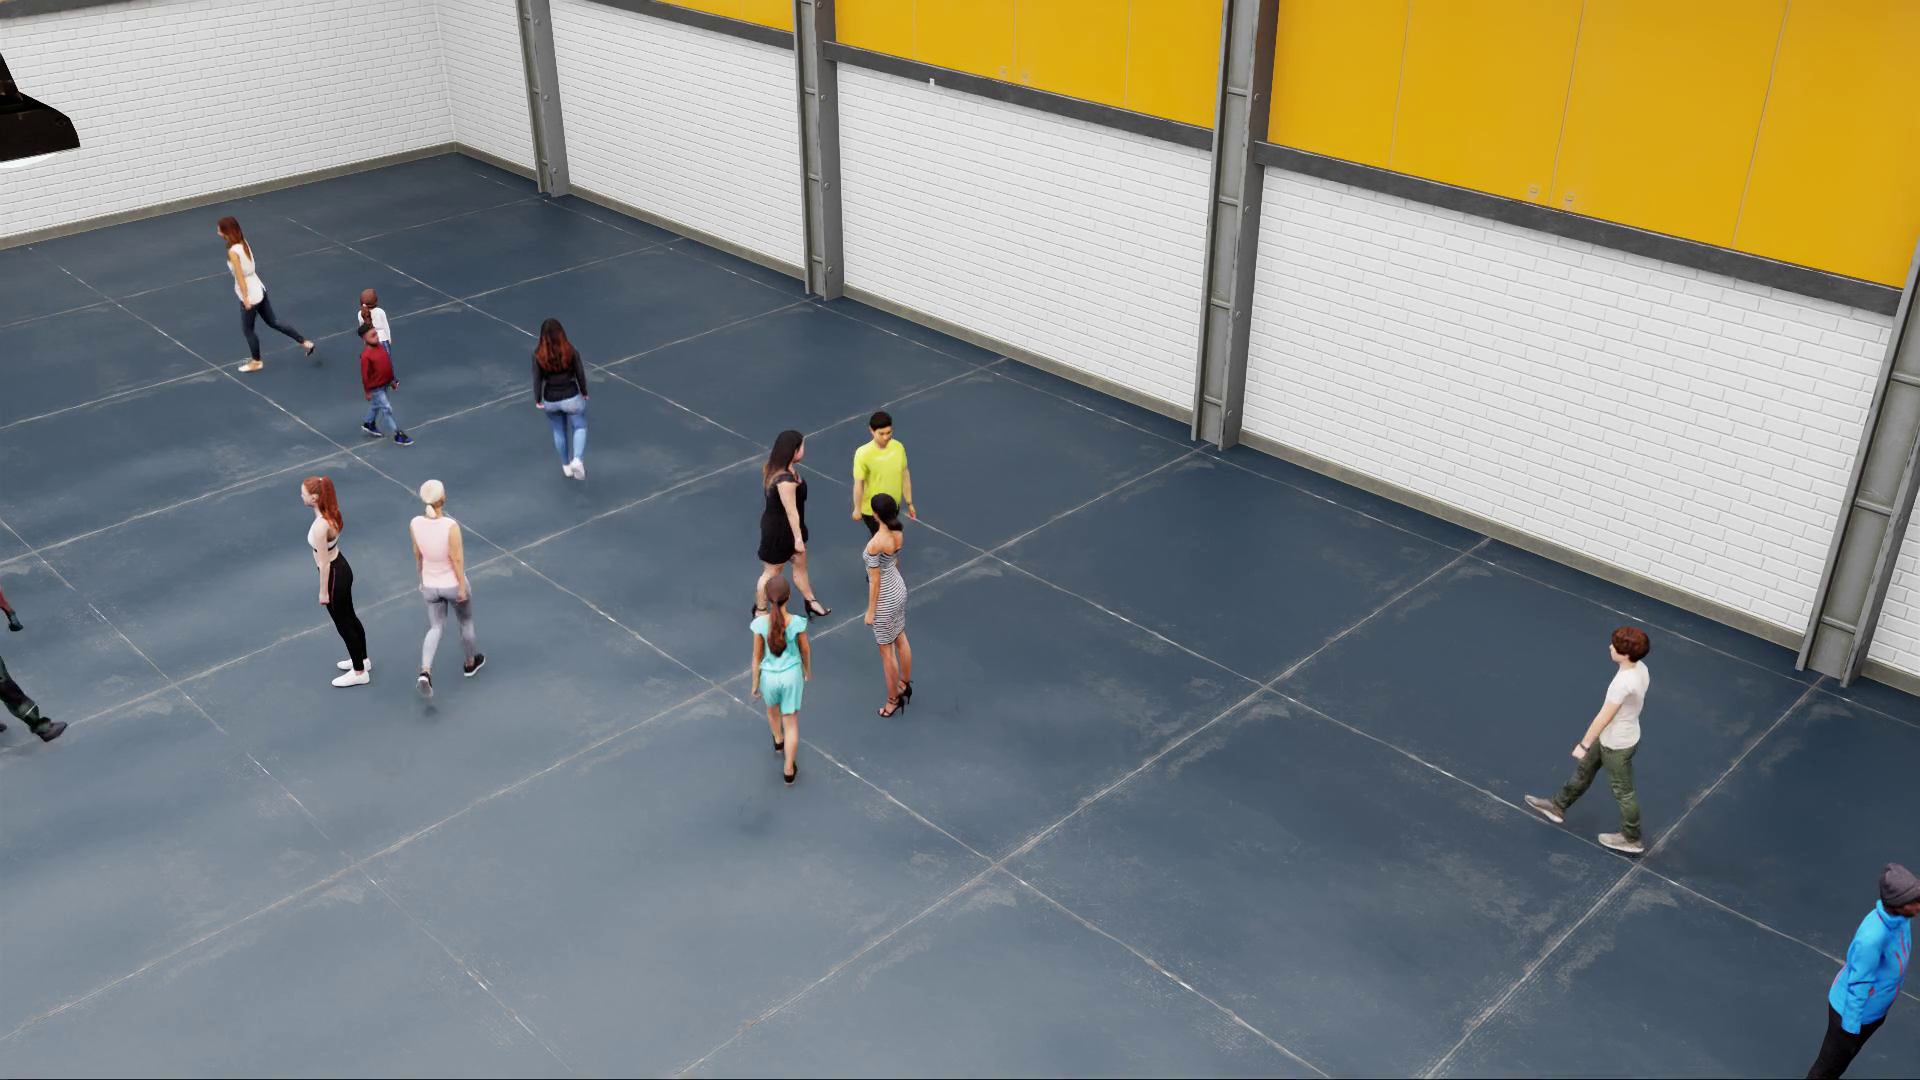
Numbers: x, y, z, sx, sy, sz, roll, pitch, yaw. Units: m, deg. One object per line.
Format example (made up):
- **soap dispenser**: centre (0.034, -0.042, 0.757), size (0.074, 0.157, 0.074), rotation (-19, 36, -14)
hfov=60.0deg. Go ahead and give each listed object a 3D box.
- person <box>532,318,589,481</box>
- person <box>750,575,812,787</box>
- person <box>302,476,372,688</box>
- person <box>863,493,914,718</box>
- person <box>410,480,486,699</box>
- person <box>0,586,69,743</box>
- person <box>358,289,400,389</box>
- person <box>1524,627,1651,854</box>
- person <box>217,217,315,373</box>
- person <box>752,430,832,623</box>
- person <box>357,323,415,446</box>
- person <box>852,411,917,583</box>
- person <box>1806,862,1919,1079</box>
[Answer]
- **person**: centre (-3.716, -1.281, 15.596), size (0.900, 1.619, 0.997), rotation (-5, 29, -9)
- **person**: centre (-1.237, 1.002, 11.501), size (0.872, 1.534, 0.945), rotation (0, 29, -1)
- **person**: centre (-4.712, 0.299, 12.573), size (0.729, 1.742, 0.646), rotation (-3, 29, -6)
- **person**: centre (-0.517, 0.470, 12.175), size (0.639, 1.822, 0.665), rotation (12, 31, 21)
- **person**: centre (-3.897, 0.388, 12.445), size (1.005, 1.708, 0.968), rotation (5, 29, 10)
- **person**: centre (-7.090, 0.667, 11.840), size (1.258, 1.796, 1.114), rotation (4, 29, 8)
- **person**: centre (-6.220, -2.155, 17.730), size (0.532, 1.109, 0.583), rotation (-5, 29, -10)
- **person**: centre (4.344, 1.340, 10.793), size (1.099, 1.618, 0.783), rotation (14, 32, 24)
- **person**: centre (-7.542, -2.641, 17.954), size (1.061, 1.749, 1.058), rotation (-1, 29, -2)
- **person**: centre (-1.503, -0.046, 13.280), size (1.052, 1.669, 1.006), rotation (-5, 29, -8)
- **person**: centre (-5.824, -1.556, 16.504), size (0.938, 1.233, 0.754), rotation (9, 30, 16)
- **person**: centre (-0.706, -0.330, 13.789), size (0.625, 1.681, 0.806), rotation (-23, 36, -36)
- **person**: centre (4.656, 2.415, 8.639), size (0.594, 1.794, 0.525), rotation (-25, 38, -38)
